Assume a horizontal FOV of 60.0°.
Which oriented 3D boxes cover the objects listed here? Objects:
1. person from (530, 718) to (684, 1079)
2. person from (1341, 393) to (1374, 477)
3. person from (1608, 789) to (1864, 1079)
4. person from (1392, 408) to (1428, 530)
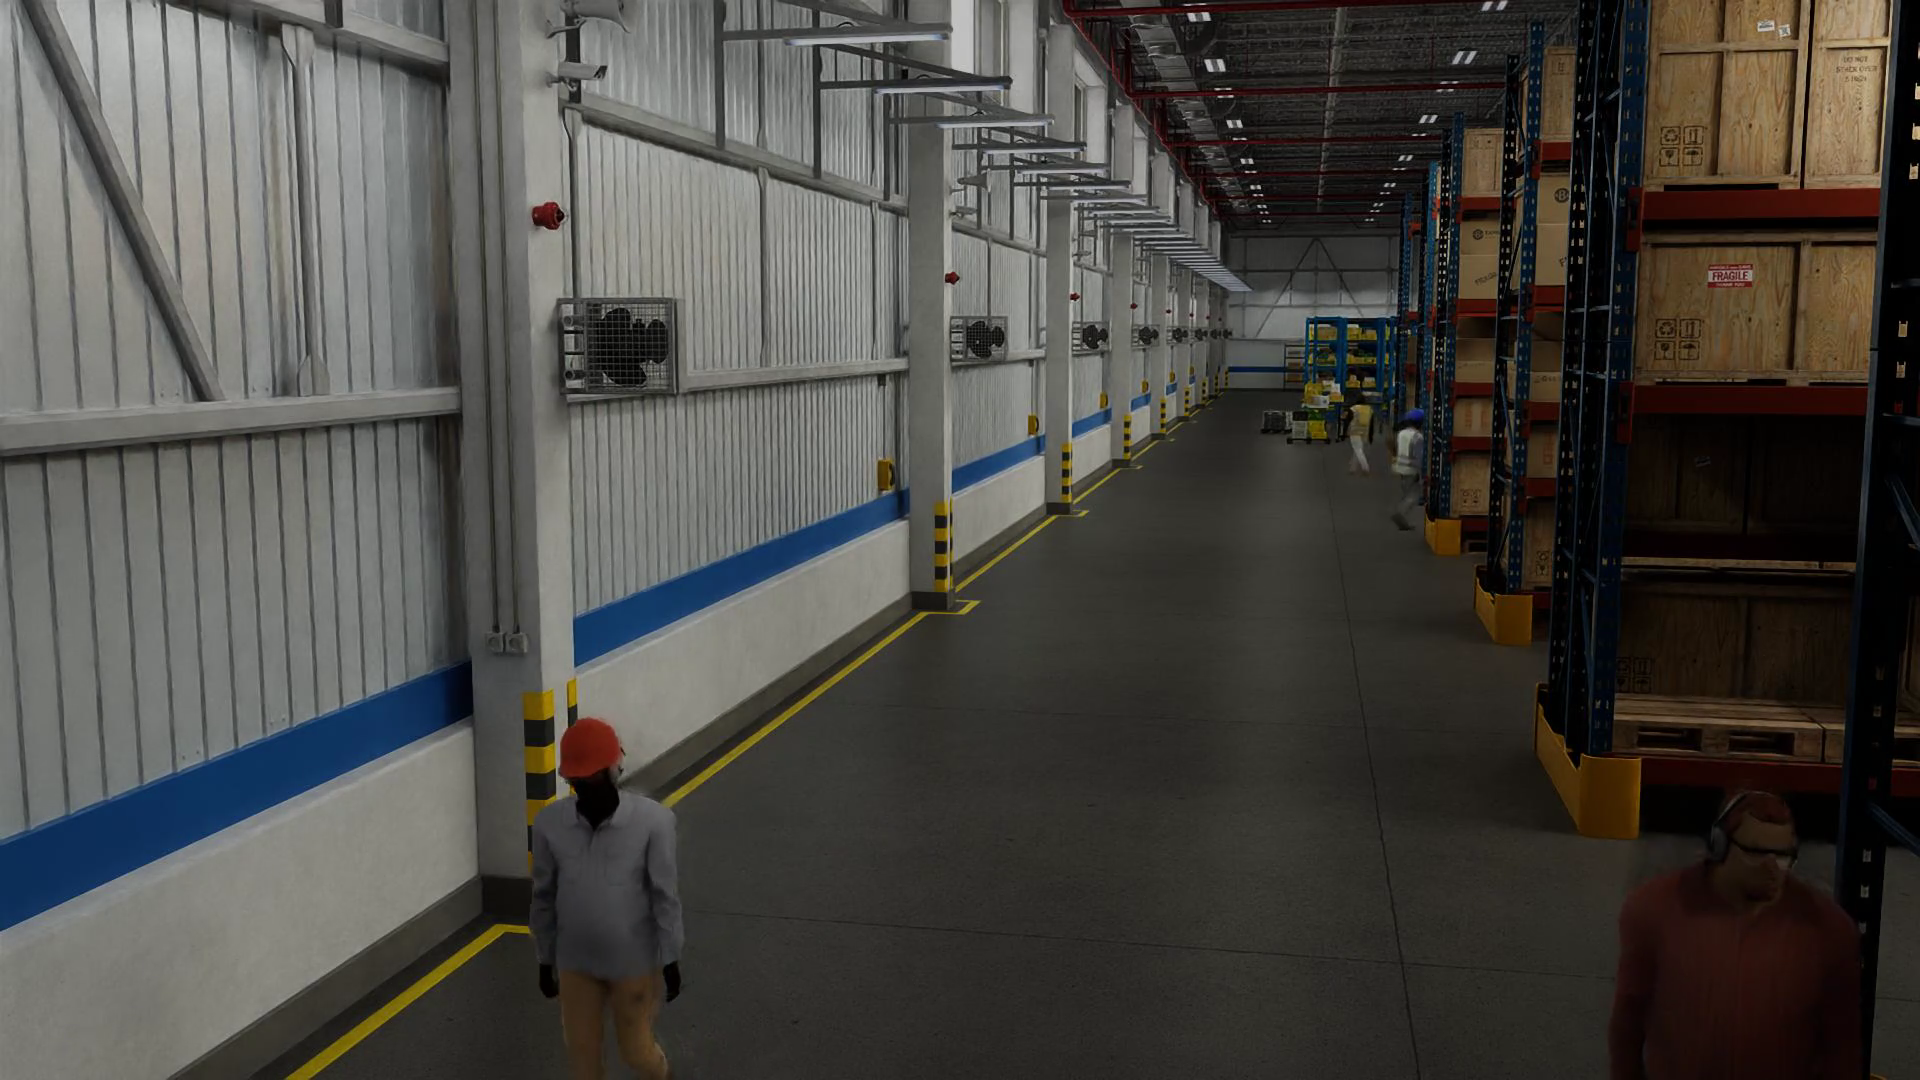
[{"bbox_3d":[-1.281,1.477,6.107,0.578,1.734,0.525,1,7,7],"label":"person"},{"bbox_3d":[8.600,-2.247,35.704,0.627,1.802,0.956,-3,8,-24],"label":"person"},{"bbox_3d":[2.183,1.600,4.698,0.645,1.848,1.033,2,7,16],"label":"person"},{"bbox_3d":[6.988,-1.086,25.853,0.526,1.925,0.628,-3,8,-23],"label":"person"}]
